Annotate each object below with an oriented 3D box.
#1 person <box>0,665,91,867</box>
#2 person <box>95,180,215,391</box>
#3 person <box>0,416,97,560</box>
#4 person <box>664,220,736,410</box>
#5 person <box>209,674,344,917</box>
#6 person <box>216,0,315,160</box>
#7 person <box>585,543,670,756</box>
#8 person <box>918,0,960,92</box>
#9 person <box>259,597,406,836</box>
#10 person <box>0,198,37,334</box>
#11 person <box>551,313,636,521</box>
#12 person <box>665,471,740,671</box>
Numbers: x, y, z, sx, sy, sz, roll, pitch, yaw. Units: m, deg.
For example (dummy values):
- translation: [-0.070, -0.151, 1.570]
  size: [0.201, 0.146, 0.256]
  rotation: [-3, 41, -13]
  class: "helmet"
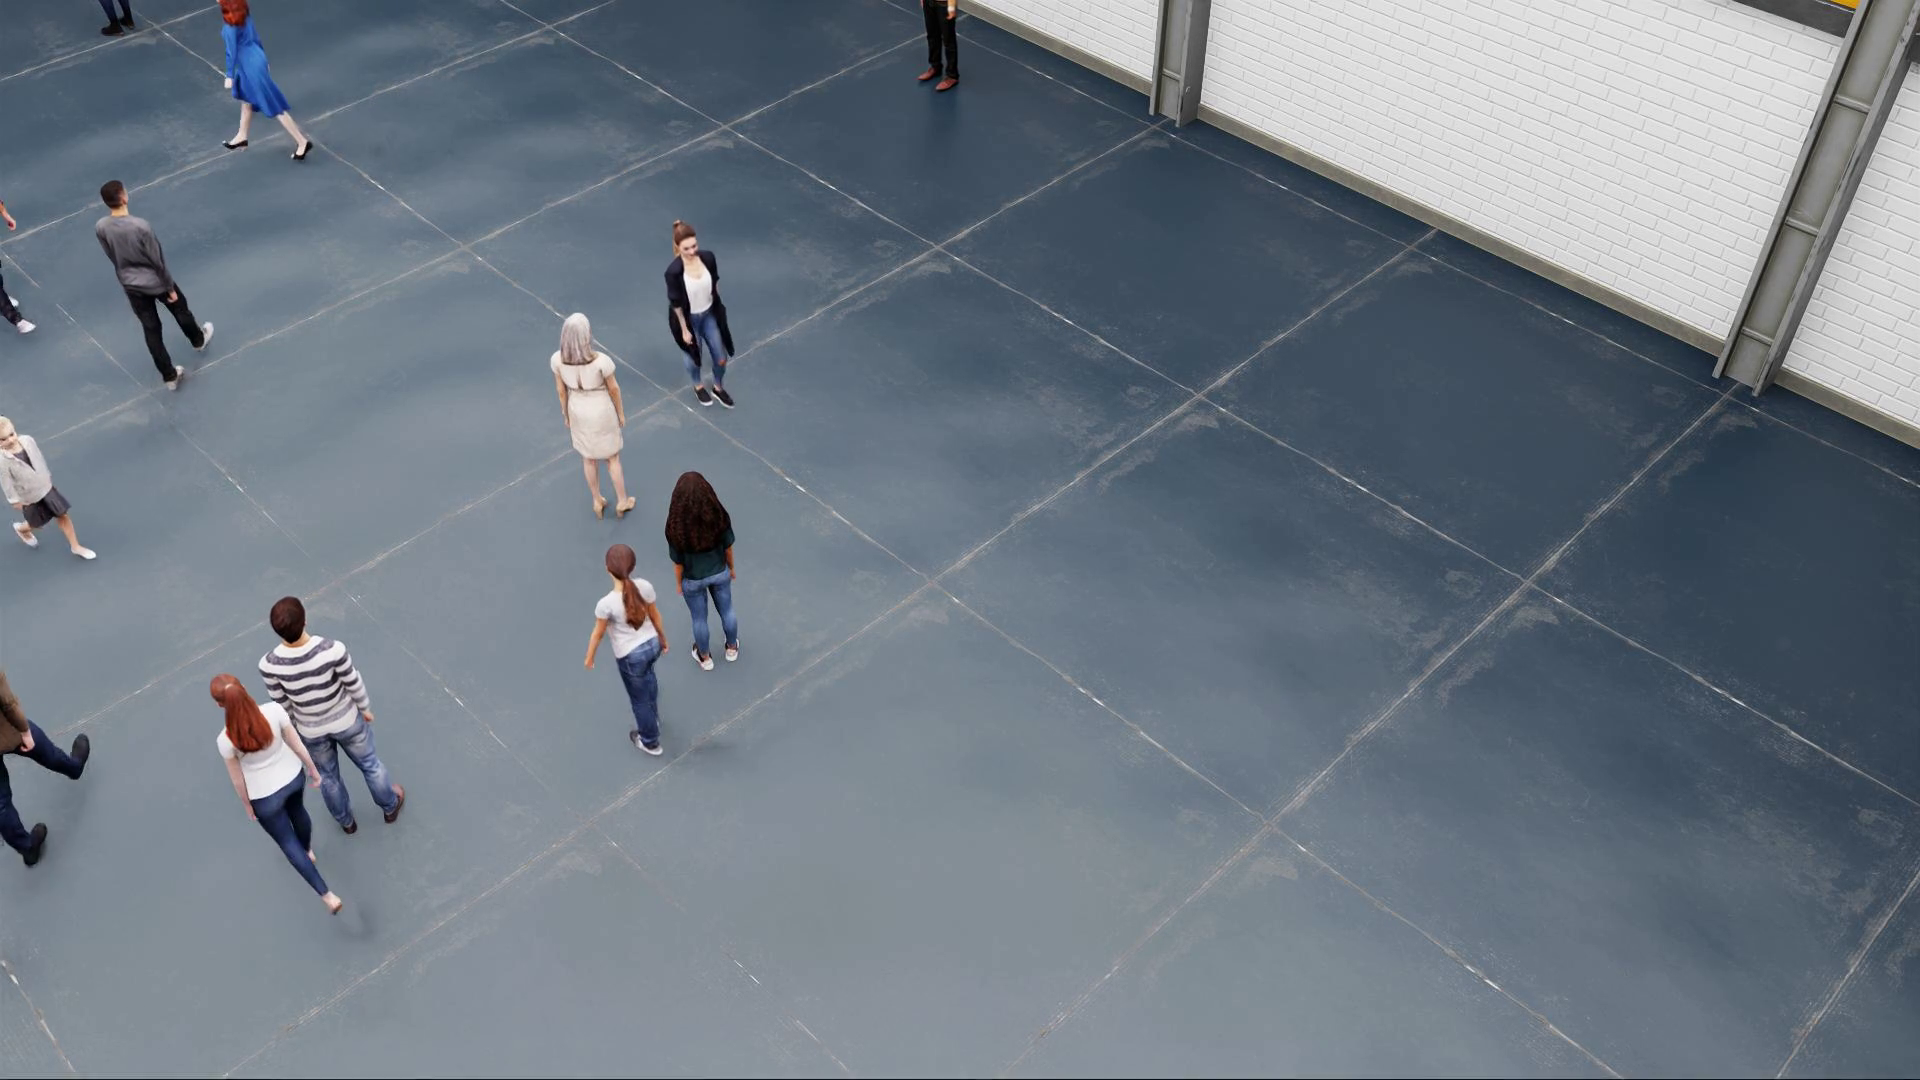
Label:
- translation: [-5.610, 1.176, 9.572]
  size: [1.059, 1.848, 1.194]
  rotation: [-5, 44, -6]
  class: "person"
- translation: [-6.341, -1.933, 12.918]
  size: [1.012, 1.734, 1.081]
  rotation: [-2, 44, -2]
  class: "person"
- translation: [-6.521, -0.367, 11.618]
  size: [0.883, 1.260, 0.676]
  rotation: [18, 46, 18]
  class: "person"
- translation: [-2.078, -1.745, 12.768]
  size: [0.683, 1.669, 0.739]
  rotation: [-26, 49, -24]
  class: "person"
- translation: [-3.803, 1.447, 9.387]
  size: [1.062, 1.710, 0.612]
  rotation: [32, 52, 29]
  class: "person"
- translation: [-6.418, -4.277, 15.342]
  size: [1.149, 1.784, 1.106]
  rotation: [-2, 44, -2]
  class: "person"
- translation: [-1.963, 0.712, 10.285]
  size: [0.635, 1.536, 0.644]
  rotation: [30, 51, 28]
  class: "person"
- translation: [-0.192, -5.365, 16.507]
  size: [0.713, 1.753, 0.529]
  rotation: [-32, 52, -29]
  class: "person"
- translation: [-3.691, 1.041, 9.710]
  size: [0.721, 1.853, 0.706]
  rotation: [-12, 45, -12]
  class: "person"
- translation: [-8.129, -2.606, 13.565]
  size: [1.139, 1.817, 0.844]
  rotation: [22, 48, 22]
  class: "person"
- translation: [-2.596, -0.861, 11.792]
  size: [0.684, 1.735, 0.751]
  rotation: [2, 44, 2]
  class: "person"
- translation: [-1.654, 0.205, 10.759]
  size: [0.691, 1.617, 0.713]
  rotation: [-16, 46, -16]
  class: "person"
